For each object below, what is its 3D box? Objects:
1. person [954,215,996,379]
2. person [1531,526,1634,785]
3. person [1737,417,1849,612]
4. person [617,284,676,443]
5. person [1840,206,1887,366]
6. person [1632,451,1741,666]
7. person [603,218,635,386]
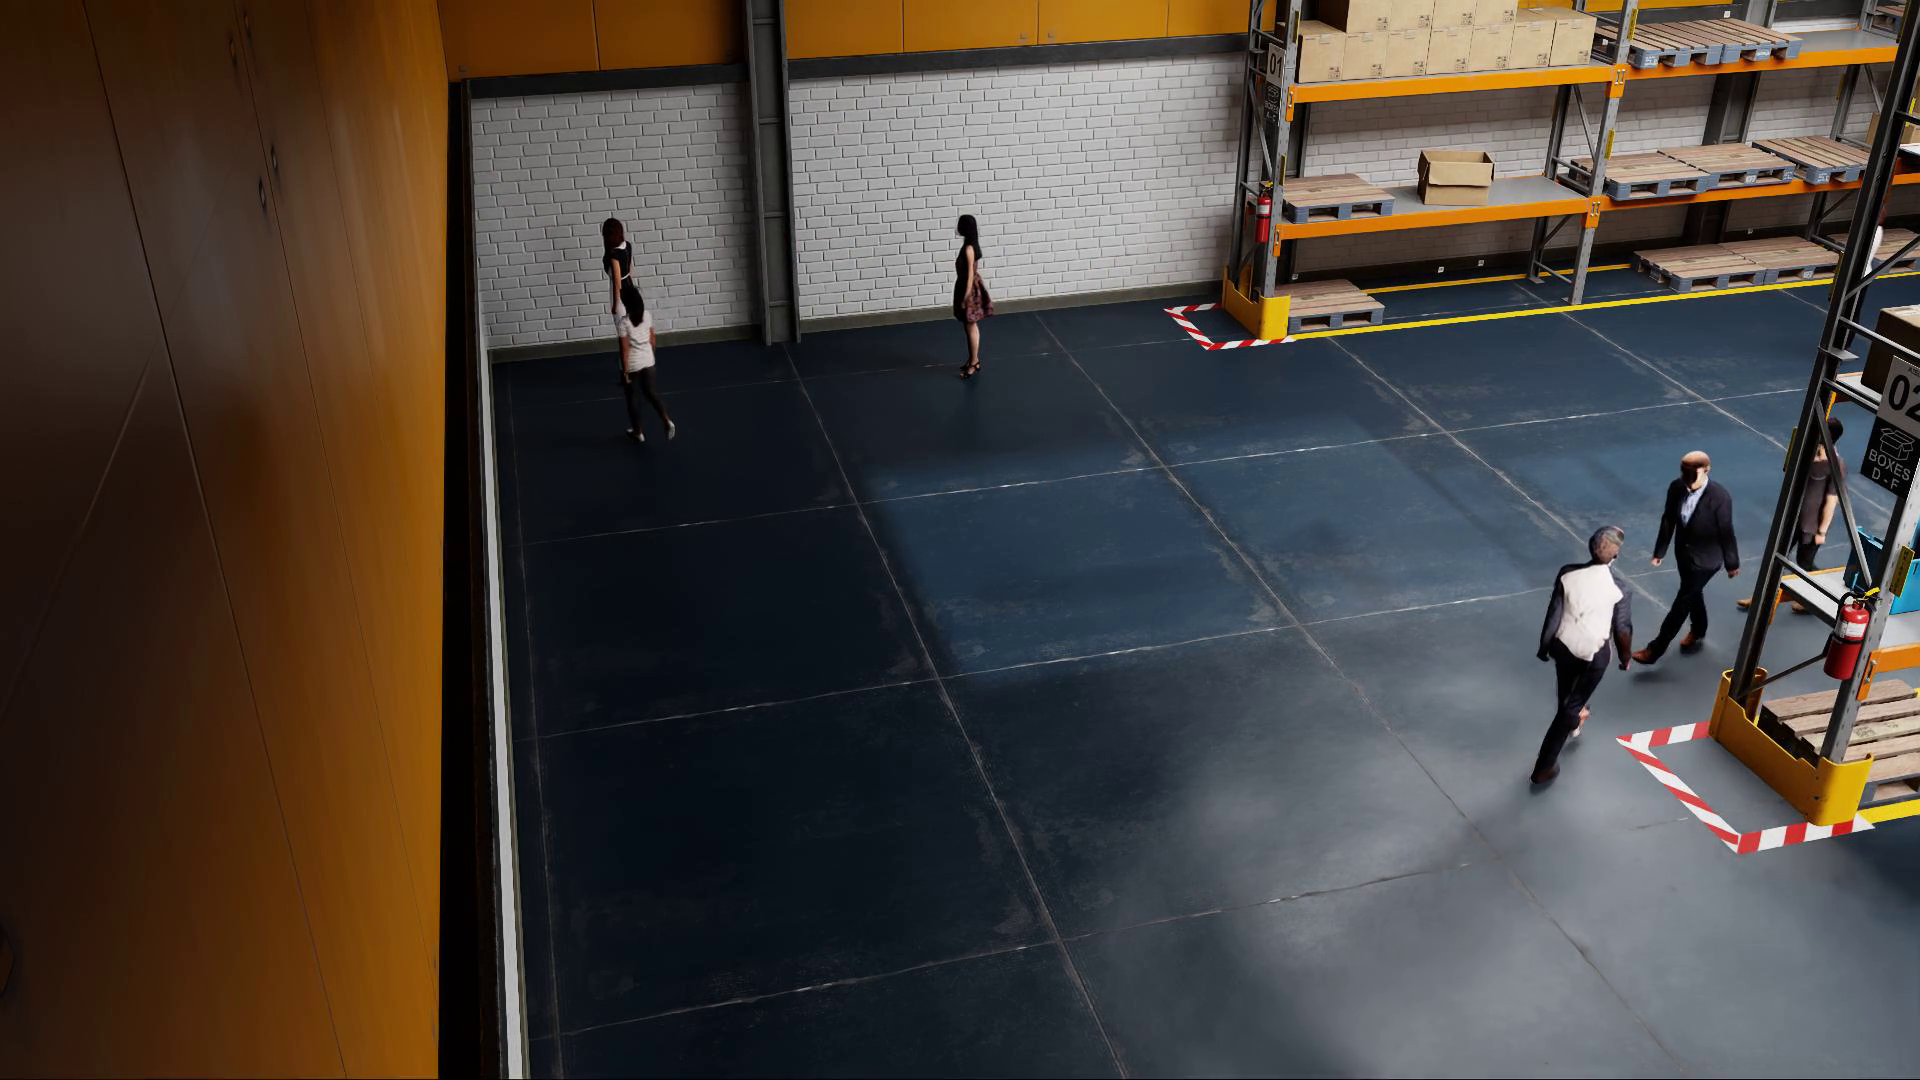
[{"bbox_3d":[0.095,-2.560,17.453,0.787,1.775,0.763,3,29,5],"label":"person"},{"bbox_3d":[4.131,0.822,11.185,1.088,1.840,1.296,25,38,38],"label":"person"},{"bbox_3d":[6.773,-0.186,13.181,0.932,1.697,0.680,-5,29,-10],"label":"person"},{"bbox_3d":[-3.028,-1.653,15.941,0.899,1.630,0.927,25,37,38],"label":"person"},{"bbox_3d":[9.597,-2.753,17.786,0.743,1.794,0.641,23,36,36],"label":"person"},{"bbox_3d":[5.630,0.119,12.586,1.249,1.733,0.895,-16,32,-27],"label":"person"},{"bbox_3d":[-3.486,-2.475,17.275,0.654,1.796,0.652,7,29,13],"label":"person"}]
